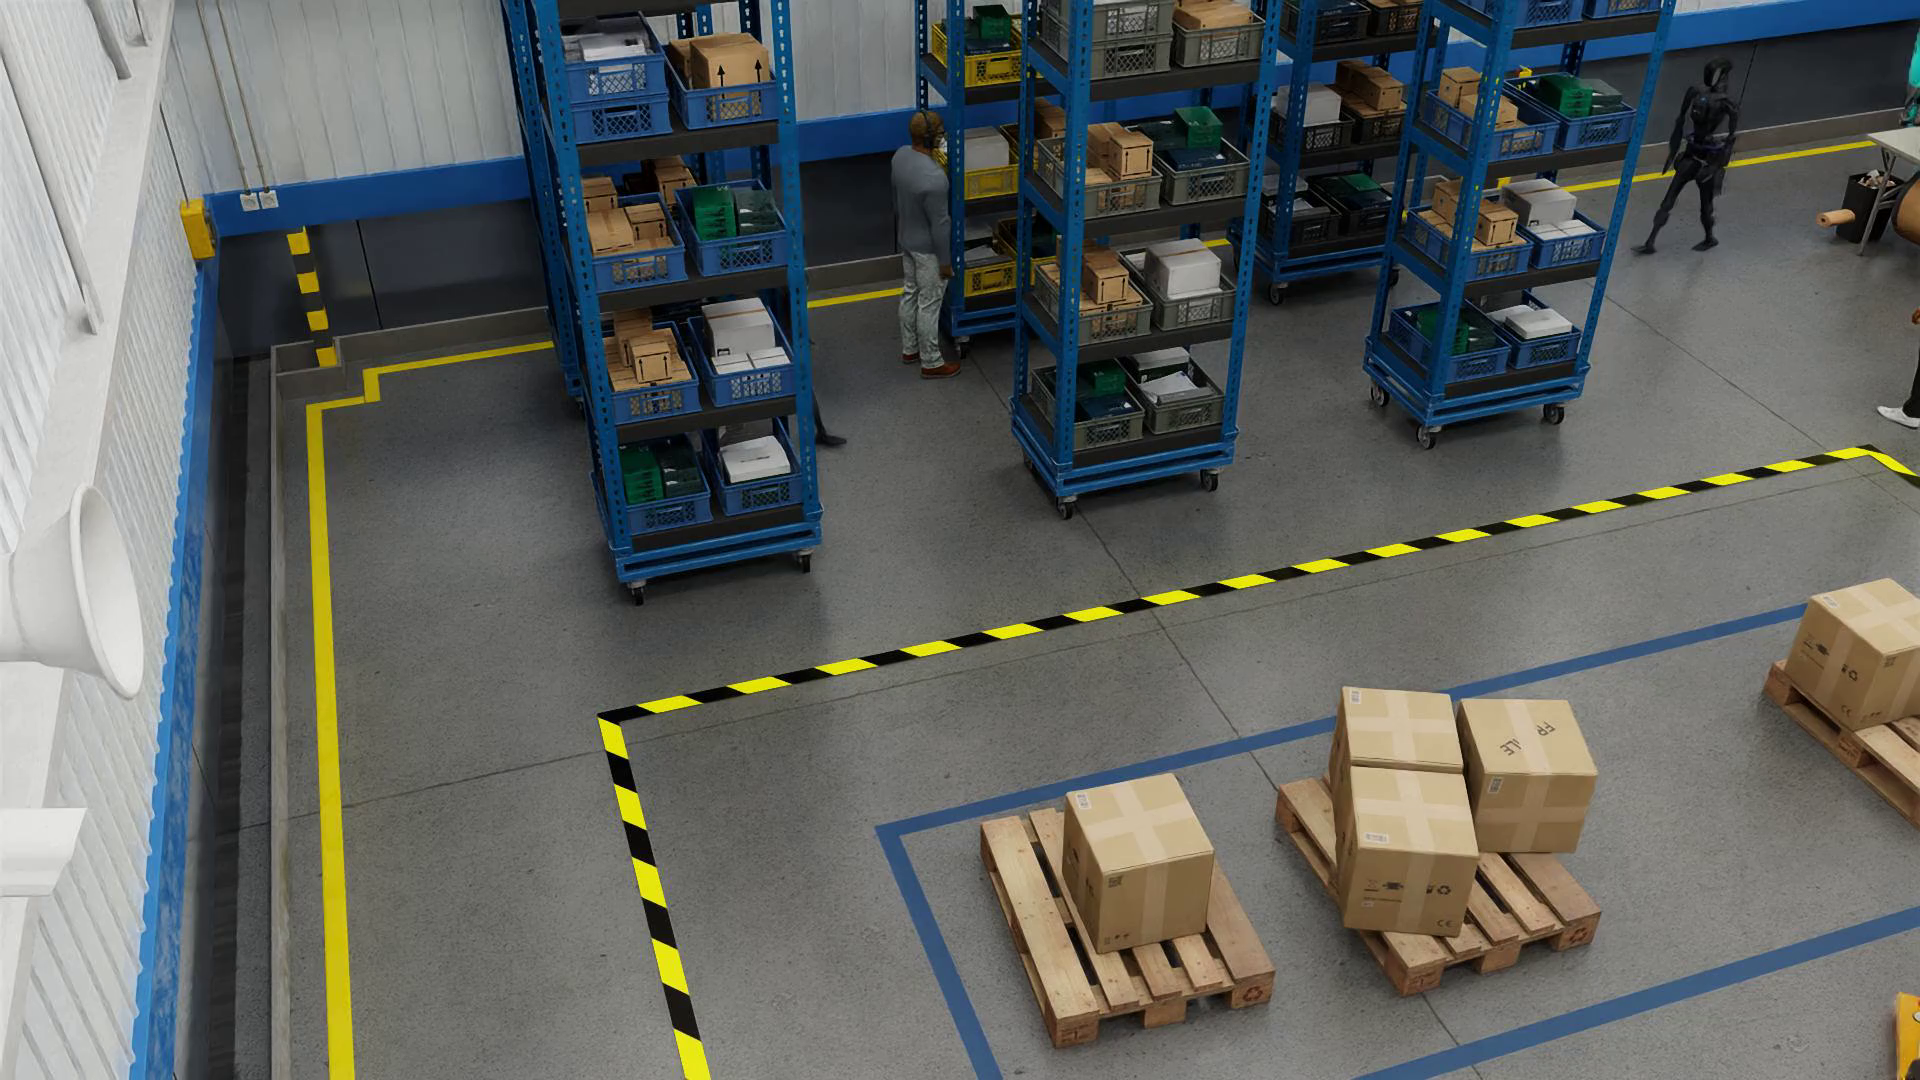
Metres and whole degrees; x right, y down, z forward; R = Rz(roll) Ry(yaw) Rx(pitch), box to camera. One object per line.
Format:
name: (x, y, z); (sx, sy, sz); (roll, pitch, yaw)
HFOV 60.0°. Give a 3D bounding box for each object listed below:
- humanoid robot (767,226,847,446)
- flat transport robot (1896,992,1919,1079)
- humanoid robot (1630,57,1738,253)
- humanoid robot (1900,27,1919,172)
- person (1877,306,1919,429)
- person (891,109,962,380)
humanoid robot: (-1.135, -1.268, 10.666); (0.761, 1.622, 0.585); (3, 35, 5)
flat transport robot: (4.632, 2.292, 6.782); (1.431, 0.197, 0.652); (15, 38, 20)
humanoid robot: (5.855, -3.006, 13.138); (0.785, 1.626, 0.595); (-17, 38, -22)
humanoid robot: (8.085, -3.456, 13.744); (0.743, 1.846, 0.536); (10, 36, 13)
person: (6.542, -1.600, 10.951); (0.588, 1.853, 0.395); (-11, 37, -16)
person: (-0.236, -2.035, 11.492); (0.363, 1.938, 0.634); (-18, 39, -24)
